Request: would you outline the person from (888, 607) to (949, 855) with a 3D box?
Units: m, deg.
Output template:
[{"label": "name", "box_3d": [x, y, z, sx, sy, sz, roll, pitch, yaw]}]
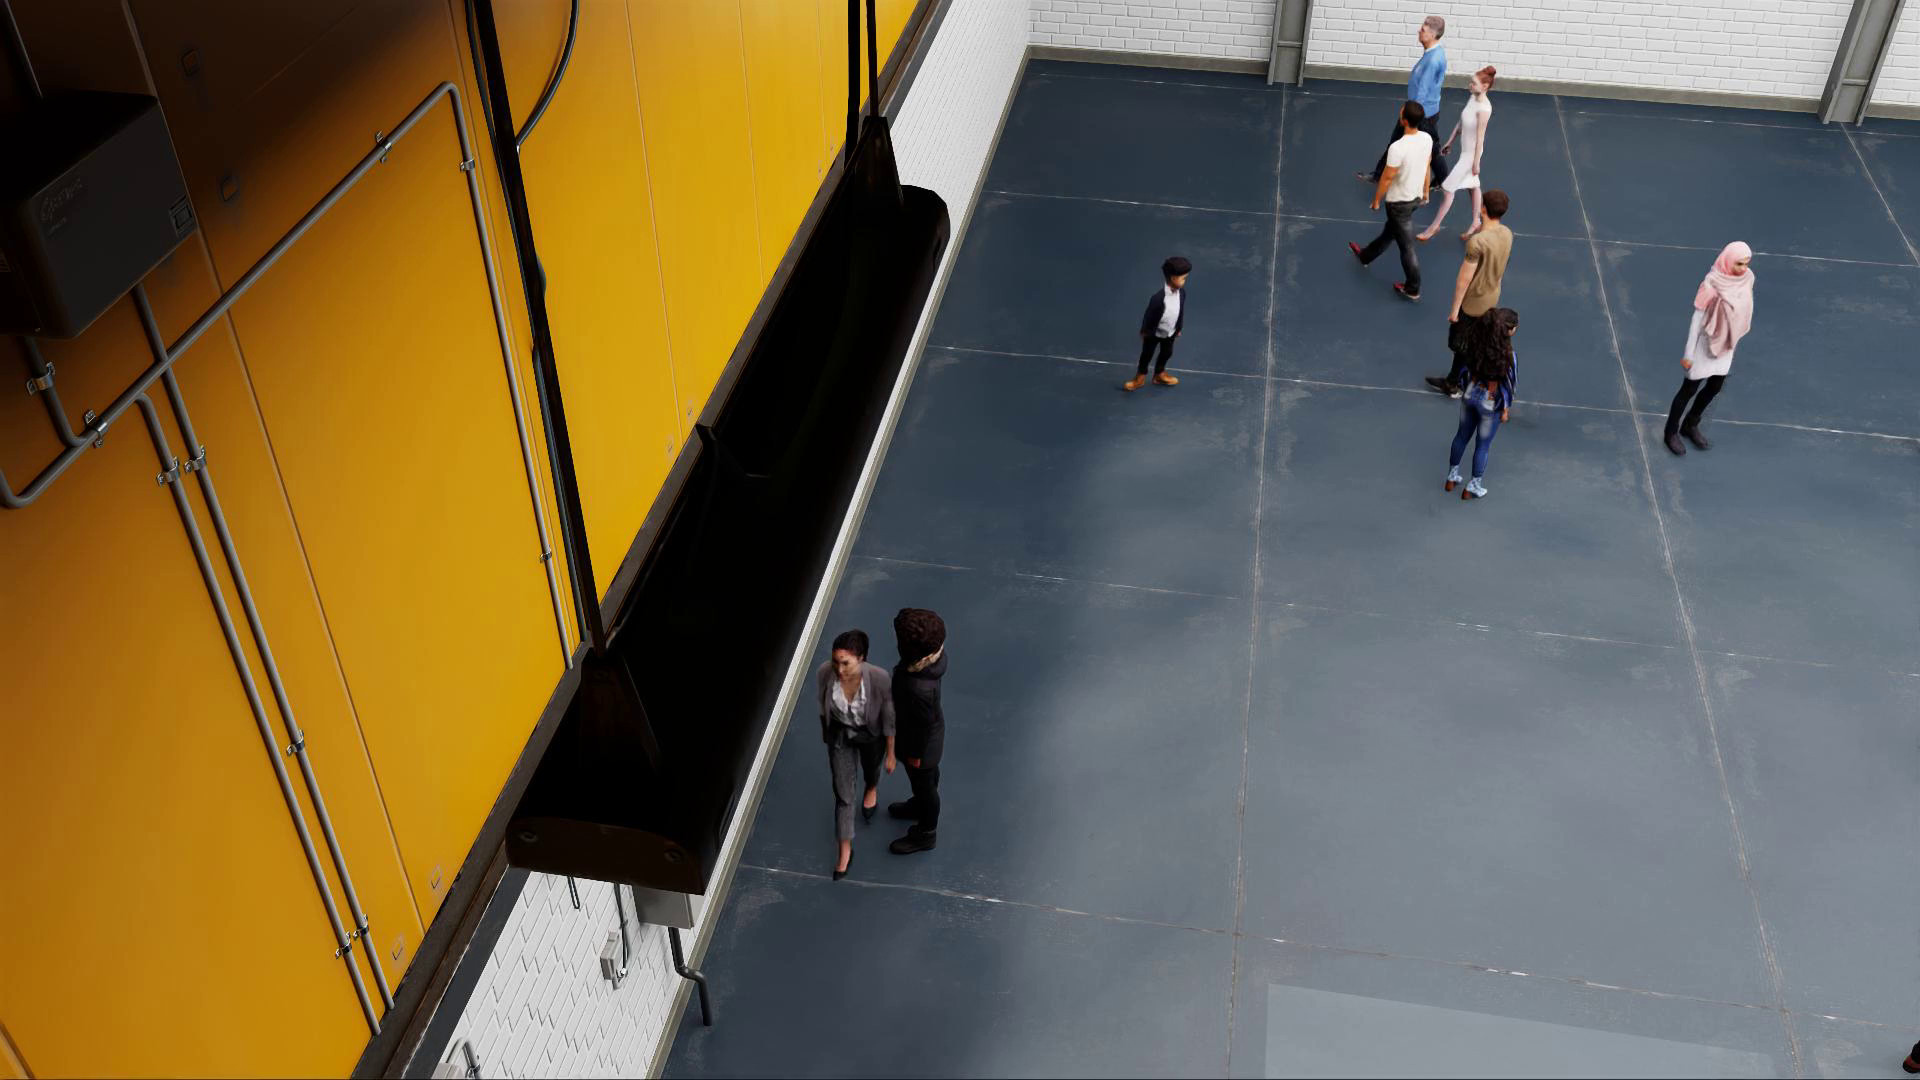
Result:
[{"label": "person", "box_3d": [-0.227, 1.093, 9.641, 0.656, 1.780, 0.670, 0, 39, 0]}]

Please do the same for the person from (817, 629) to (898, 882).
[{"label": "person", "box_3d": [-0.573, 1.113, 9.738, 0.964, 1.629, 0.693, 5, 39, 7]}]

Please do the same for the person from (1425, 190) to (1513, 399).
[{"label": "person", "box_3d": [4.214, -1.879, 13.332, 1.015, 1.819, 1.110, -31, 48, -33]}]

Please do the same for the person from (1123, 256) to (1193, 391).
[{"label": "person", "box_3d": [1.614, -1.776, 13.691, 0.632, 1.210, 0.747, -10, 40, -12]}]

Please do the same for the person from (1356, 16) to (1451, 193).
[{"label": "person", "box_3d": [4.623, -4.215, 16.295, 1.179, 1.770, 0.748, 3, 39, 4]}]

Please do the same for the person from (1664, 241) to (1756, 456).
[{"label": "person", "box_3d": [5.802, -1.512, 12.883, 0.705, 1.806, 0.806, -14, 41, -17]}]

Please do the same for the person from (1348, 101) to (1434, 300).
[{"label": "person", "box_3d": [4.007, -2.974, 14.749, 1.099, 1.761, 1.212, -27, 46, -29]}]

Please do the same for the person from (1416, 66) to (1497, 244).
[{"label": "person", "box_3d": [4.838, -3.551, 15.464, 0.893, 1.771, 0.648, 3, 39, 4]}]

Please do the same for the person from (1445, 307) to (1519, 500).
[{"label": "person", "box_3d": [3.912, -1.033, 12.434, 0.756, 1.617, 0.691, -25, 45, -28]}]
